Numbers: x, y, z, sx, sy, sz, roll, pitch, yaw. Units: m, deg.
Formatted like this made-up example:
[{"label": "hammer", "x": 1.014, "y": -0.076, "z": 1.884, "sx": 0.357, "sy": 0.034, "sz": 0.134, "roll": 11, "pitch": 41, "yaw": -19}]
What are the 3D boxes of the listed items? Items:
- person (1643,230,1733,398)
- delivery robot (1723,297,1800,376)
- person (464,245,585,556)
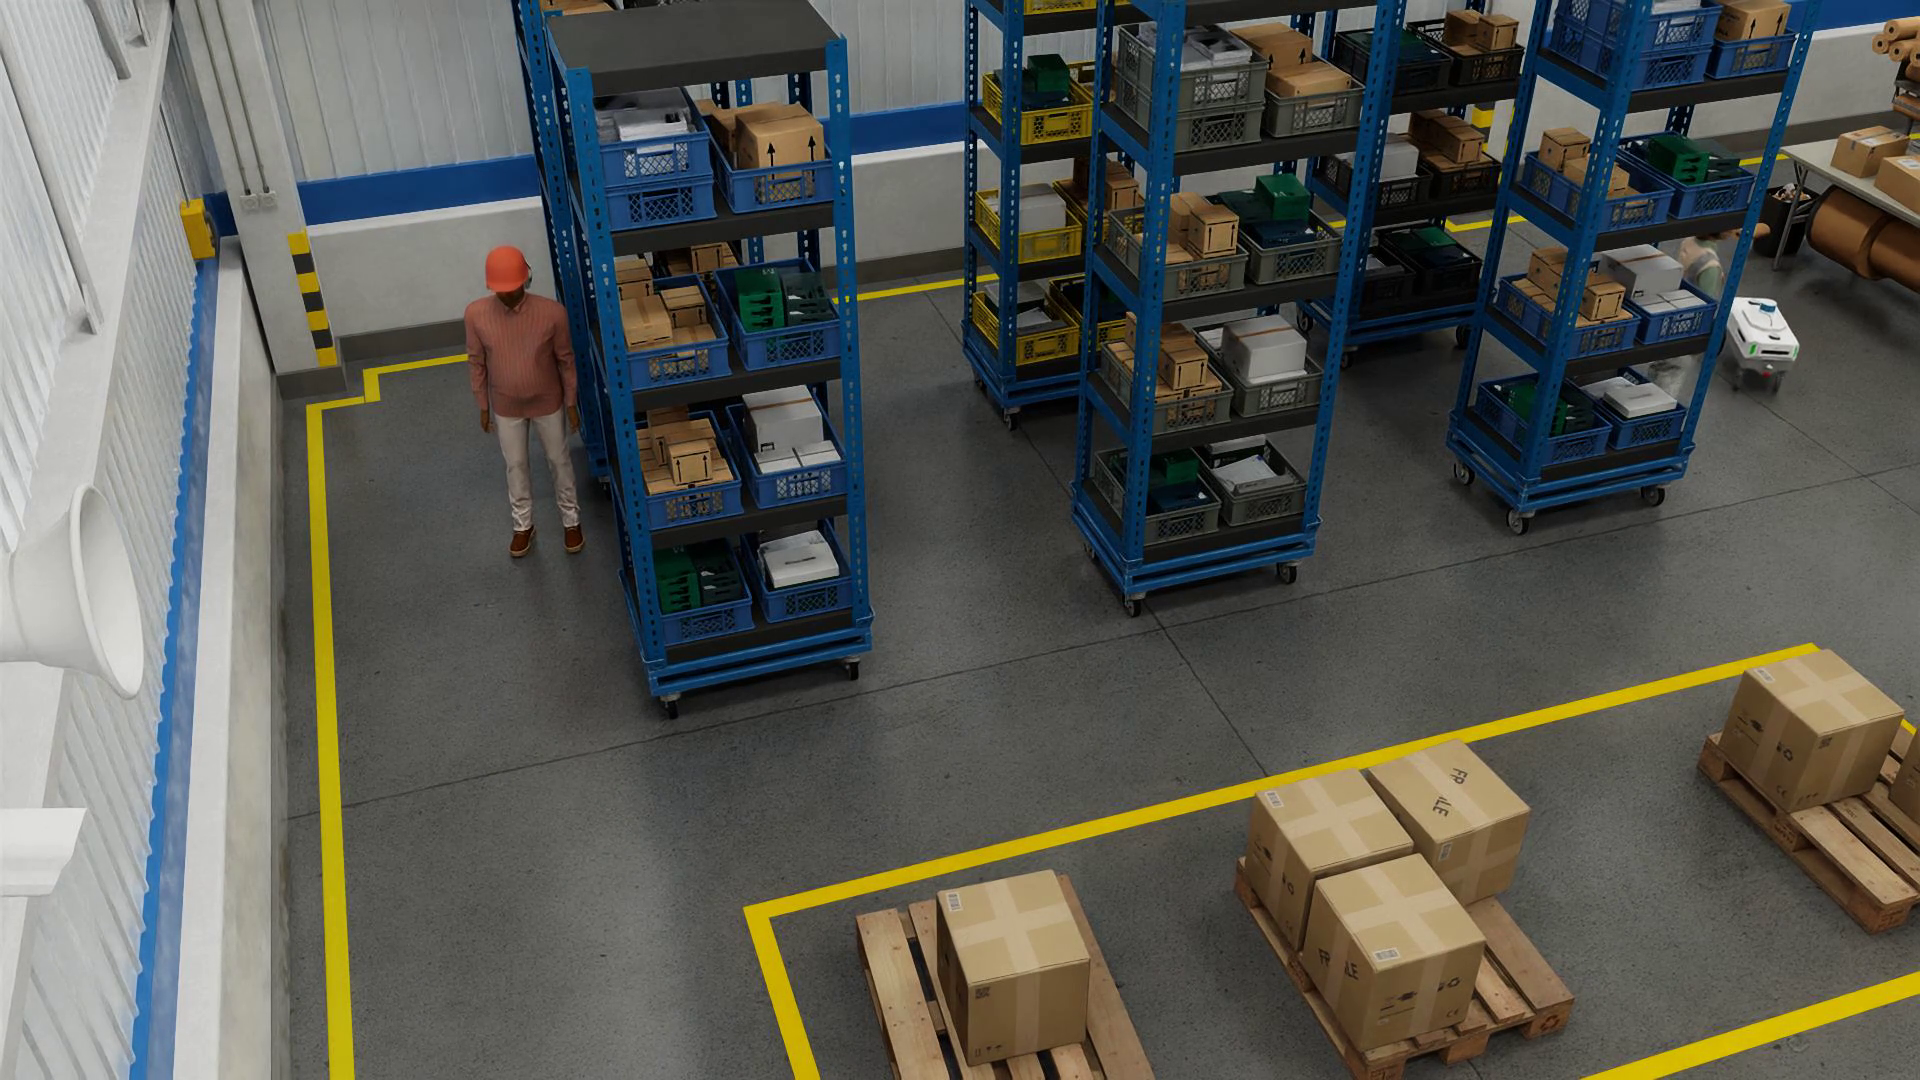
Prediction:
[{"label": "person", "x": 4.735, "y": -1.436, "z": 10.890, "sx": 0.312, "sy": 1.637, "sz": 0.523, "roll": 2, "pitch": 35, "yaw": 2}, {"label": "delivery robot", "x": 5.674, "y": -1.470, "z": 11.793, "sx": 0.477, "sy": 0.478, "sz": 0.707, "roll": 4, "pitch": 35, "yaw": 5}, {"label": "person", "x": -2.520, "y": -0.803, "z": 9.688, "sx": 0.610, "sy": 1.993, "sz": 0.380, "roll": -4, "pitch": 35, "yaw": -5}]
